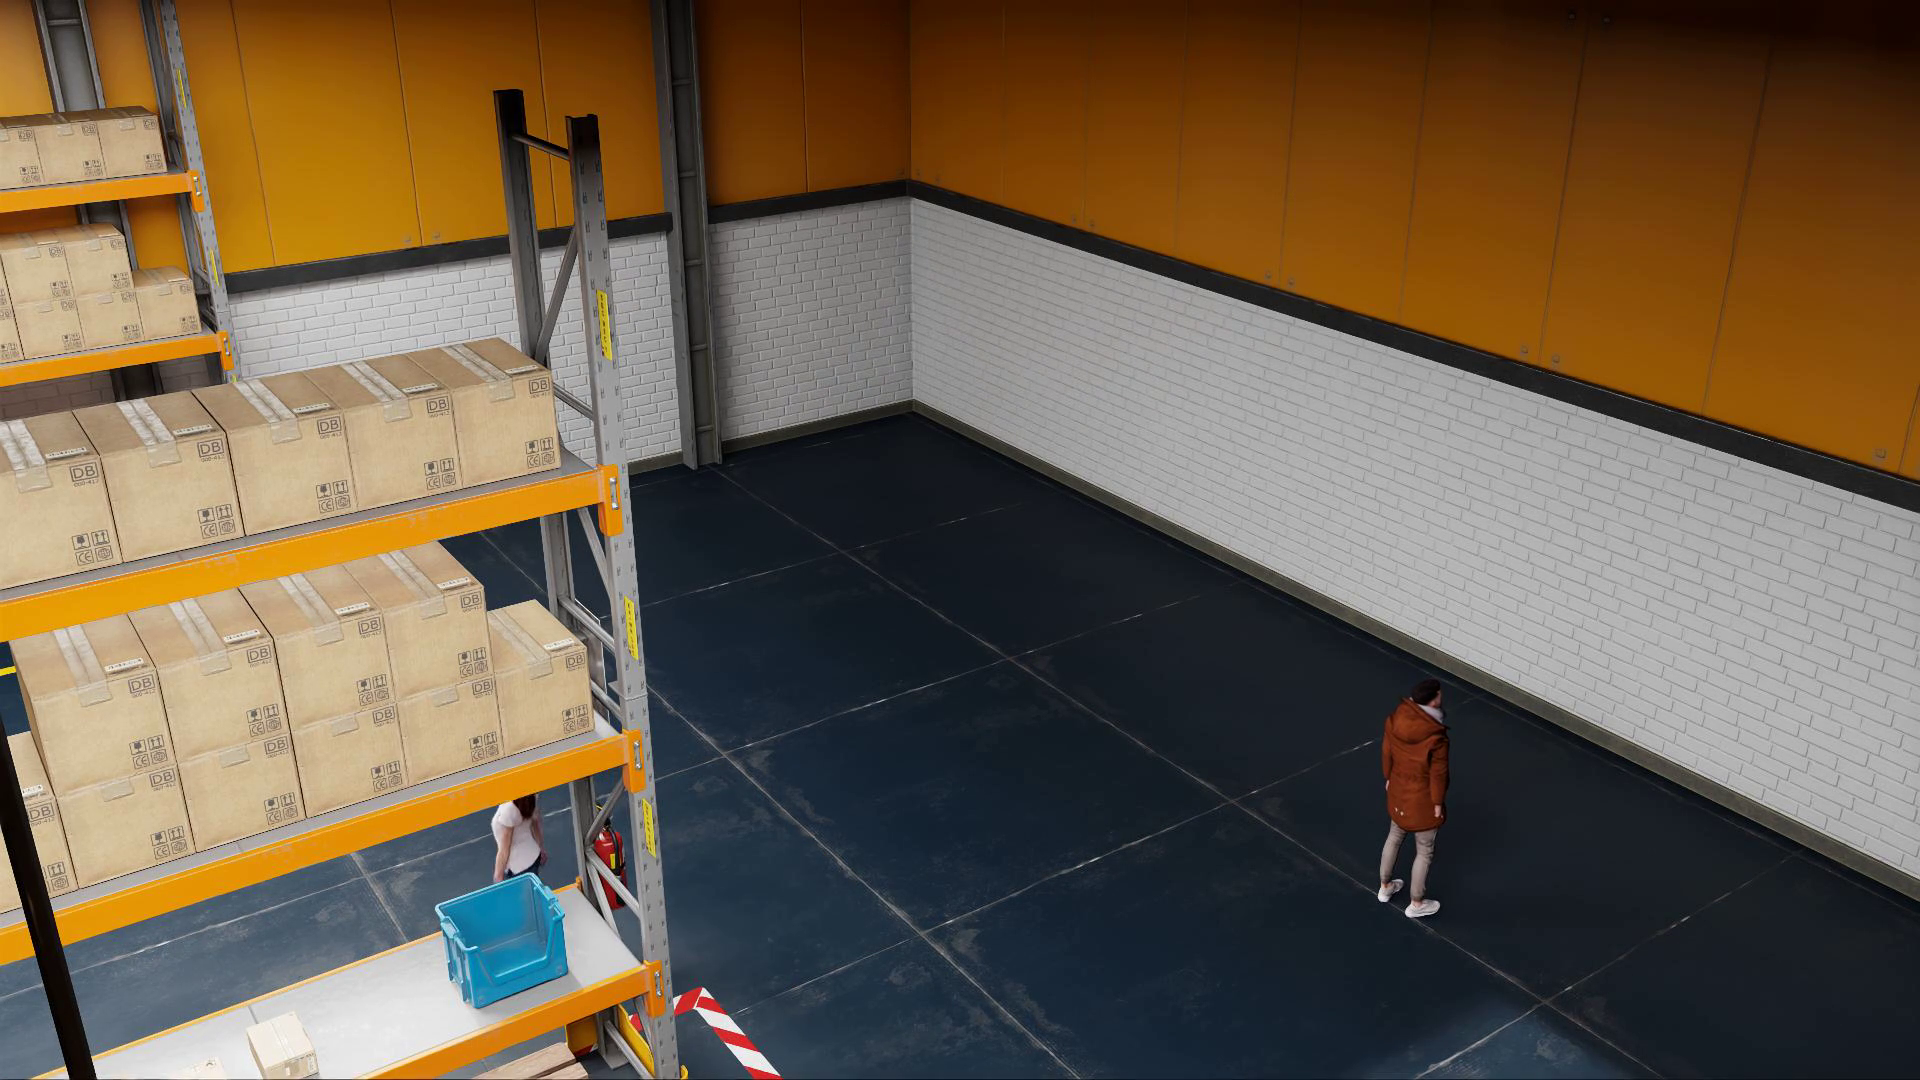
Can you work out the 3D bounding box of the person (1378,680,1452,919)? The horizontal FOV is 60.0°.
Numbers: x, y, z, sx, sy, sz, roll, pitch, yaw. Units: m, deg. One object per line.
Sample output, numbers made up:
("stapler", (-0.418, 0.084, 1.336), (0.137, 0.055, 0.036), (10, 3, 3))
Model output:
("person", (3.204, 1.799, 11.701), (0.670, 1.839, 0.681), (-16, 28, -32))
